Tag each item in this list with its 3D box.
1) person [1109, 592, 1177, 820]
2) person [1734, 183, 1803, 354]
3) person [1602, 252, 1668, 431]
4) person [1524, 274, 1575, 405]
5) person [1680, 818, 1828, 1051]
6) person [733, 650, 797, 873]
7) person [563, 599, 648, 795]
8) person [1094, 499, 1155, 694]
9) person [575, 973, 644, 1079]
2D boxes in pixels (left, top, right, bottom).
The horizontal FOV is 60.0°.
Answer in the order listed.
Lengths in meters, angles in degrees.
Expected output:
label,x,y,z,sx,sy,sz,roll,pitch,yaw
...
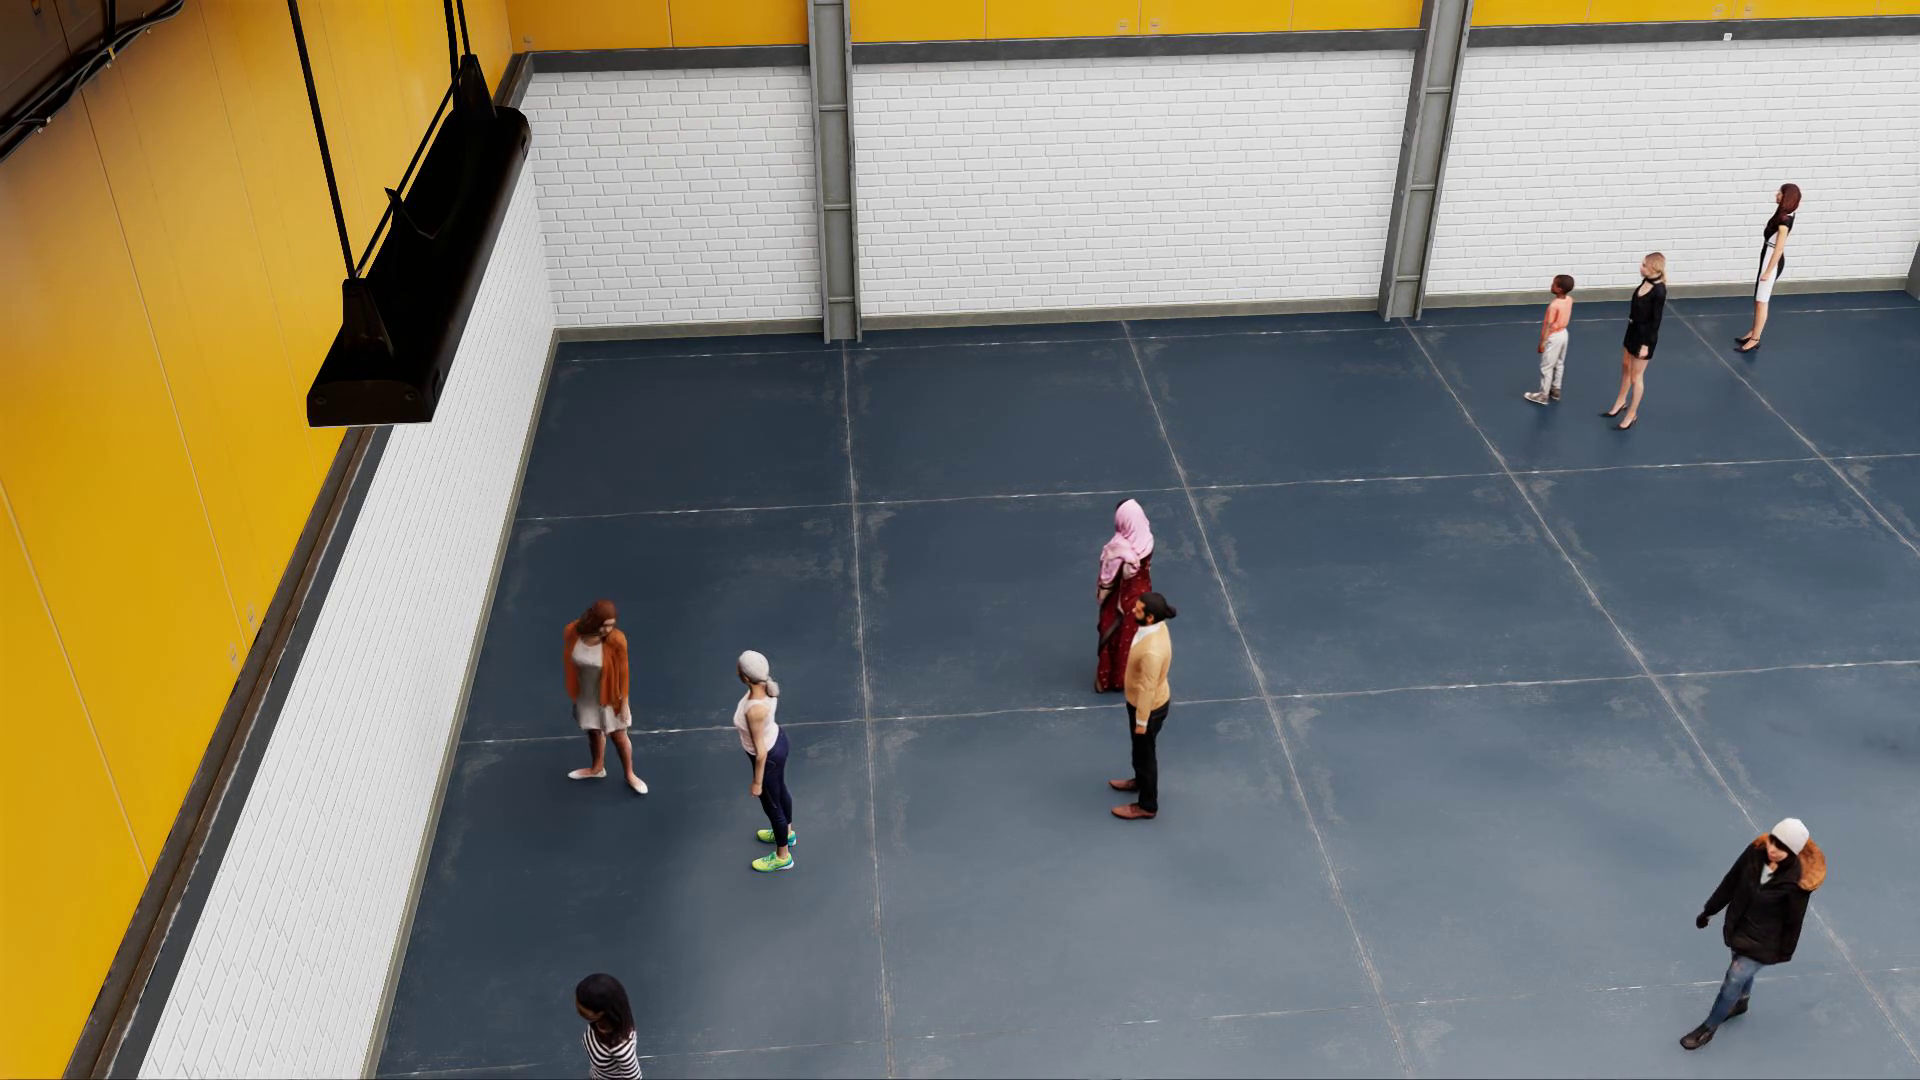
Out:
label,x,y,z,sx,sy,sz,roll,pitch,yaw
person,1.246,1.086,11.079,0.613,1.756,0.679,1,34,2
person,8.182,-2.744,16.808,0.659,1.795,0.648,16,37,22
person,6.331,-1.862,15.504,0.509,1.767,0.570,-2,34,-4
person,5.753,-1.947,16.050,0.540,1.304,0.622,-23,40,-30
person,4.607,2.199,9.534,0.902,1.614,0.755,-11,35,-16
person,-1.232,1.401,10.655,0.573,1.702,0.629,1,34,2
person,-2.486,1.017,11.255,0.678,1.676,0.898,17,37,24
person,1.218,0.410,12.206,0.715,1.635,0.823,-23,40,-30
person,-1.715,2.822,8.432,0.642,1.796,0.658,-19,38,-26
